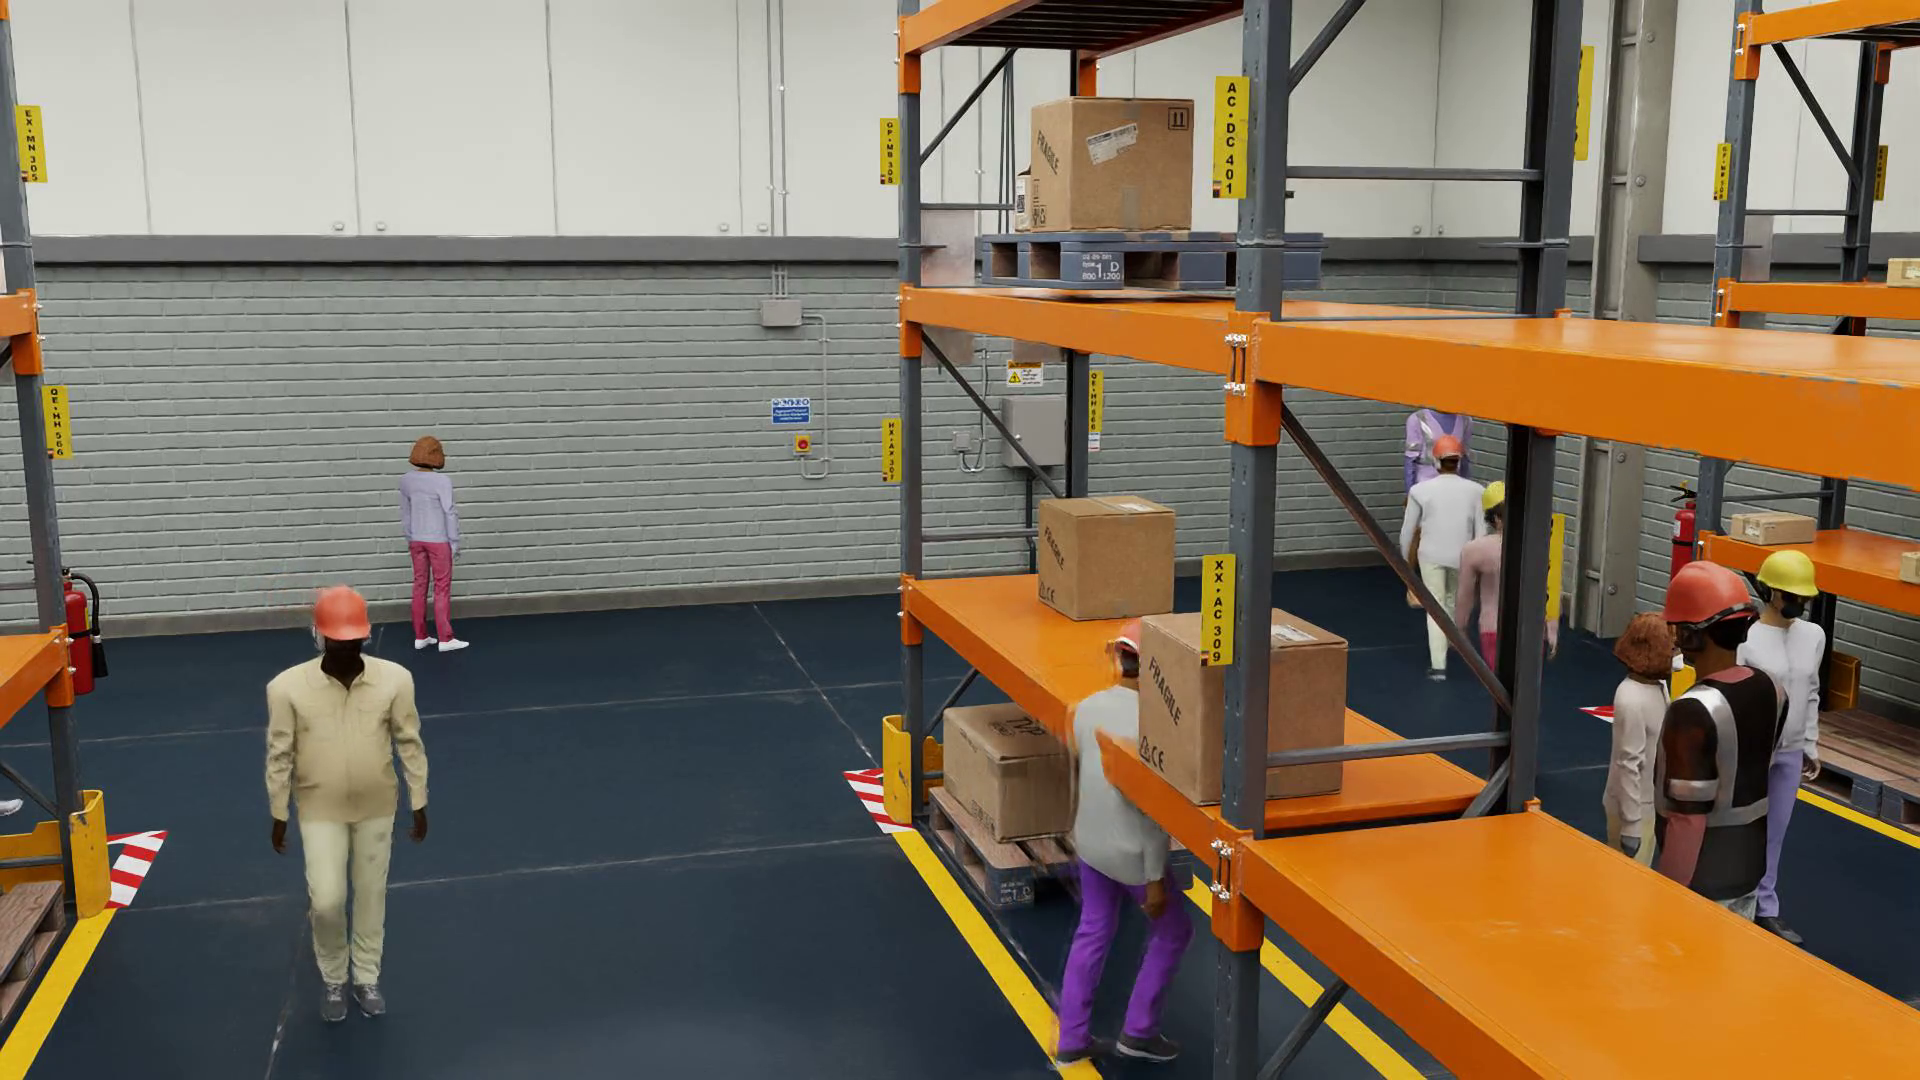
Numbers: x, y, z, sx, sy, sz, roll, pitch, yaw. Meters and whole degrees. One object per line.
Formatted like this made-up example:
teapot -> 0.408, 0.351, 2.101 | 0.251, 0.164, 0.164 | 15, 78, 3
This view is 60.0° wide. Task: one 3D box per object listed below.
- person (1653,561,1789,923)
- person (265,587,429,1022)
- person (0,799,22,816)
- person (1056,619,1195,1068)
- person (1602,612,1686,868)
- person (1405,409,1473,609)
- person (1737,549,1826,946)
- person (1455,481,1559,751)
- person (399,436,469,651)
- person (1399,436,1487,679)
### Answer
person -> 2.406, 1.079, 5.438 | 0.605, 2.037, 0.394 | -8, 13, -40
person -> -2.376, 1.037, 6.505 | 0.595, 1.735, 0.419 | -6, 12, -31
person -> -5.333, 0.638, 8.432 | 0.614, 1.881, 0.898 | 9, 13, 42
person -> 0.639, 1.120, 6.125 | 0.608, 1.706, 0.599 | -6, 12, -31
person -> 2.686, 1.080, 6.576 | 0.275, 1.632, 0.507 | 6, 12, 31
person -> 4.042, -0.431, 14.020 | 0.614, 2.041, 0.392 | -3, 10, -15
person -> 3.496, 0.906, 7.199 | 0.523, 1.767, 0.313 | -3, 10, -16
person -> 3.115, 0.527, 9.525 | 0.534, 1.690, 0.917 | 1, 10, 5
person -> -3.989, 0.028, 12.573 | 0.507, 1.632, 0.275 | 4, 11, 24
person -> 3.457, 0.105, 11.945 | 0.585, 1.699, 0.924 | 1, 10, 3
